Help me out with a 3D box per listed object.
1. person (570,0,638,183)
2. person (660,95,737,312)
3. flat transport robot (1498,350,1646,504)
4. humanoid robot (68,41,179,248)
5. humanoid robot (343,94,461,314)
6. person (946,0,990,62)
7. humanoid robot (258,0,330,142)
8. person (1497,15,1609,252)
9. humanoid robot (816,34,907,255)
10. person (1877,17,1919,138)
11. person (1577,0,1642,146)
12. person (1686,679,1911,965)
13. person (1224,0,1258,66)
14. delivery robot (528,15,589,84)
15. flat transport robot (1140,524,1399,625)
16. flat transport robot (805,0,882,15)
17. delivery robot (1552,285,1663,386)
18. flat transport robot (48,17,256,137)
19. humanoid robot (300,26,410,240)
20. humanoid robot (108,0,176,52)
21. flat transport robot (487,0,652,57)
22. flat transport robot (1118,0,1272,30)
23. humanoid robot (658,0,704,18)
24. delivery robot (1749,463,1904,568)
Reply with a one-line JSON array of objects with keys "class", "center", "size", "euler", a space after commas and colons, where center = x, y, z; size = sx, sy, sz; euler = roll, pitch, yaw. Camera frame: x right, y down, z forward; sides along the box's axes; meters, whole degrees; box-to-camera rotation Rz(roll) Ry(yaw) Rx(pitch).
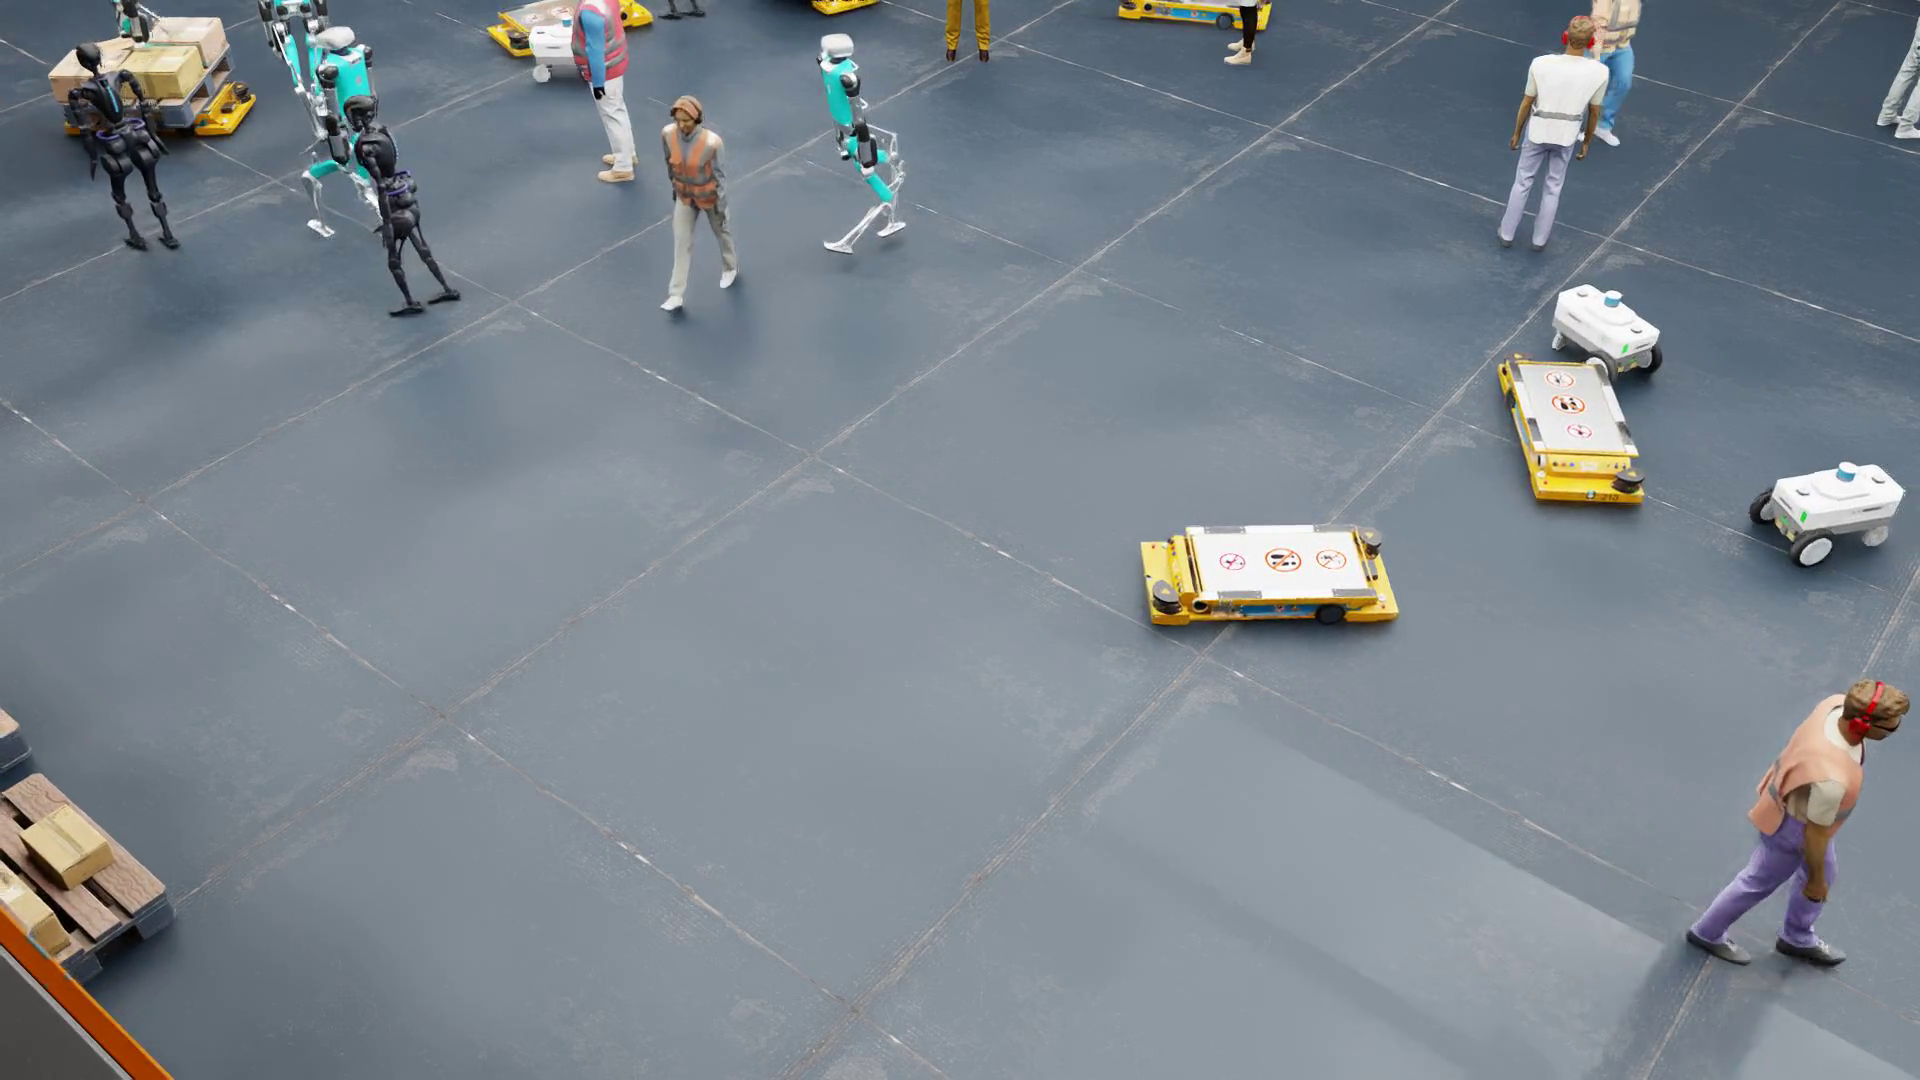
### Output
[{"class": "person", "center": [-2.864, -3.774, 13.317], "size": [0.434, 1.834, 0.629], "euler": [1, 40, 1]}, {"class": "person", "center": [-1.885, -2.400, 11.874], "size": [0.535, 1.593, 0.855], "euler": [14, 42, 16]}, {"class": "flat transport robot", "center": [4.014, -0.761, 10.973], "size": [0.659, 0.231, 1.431], "euler": [3, 40, 3]}, {"class": "humanoid robot", "center": [-6.263, -2.956, 12.461], "size": [0.355, 1.647, 0.584], "euler": [30, 49, 30]}, {"class": "humanoid robot", "center": [-3.957, -2.371, 11.789], "size": [0.500, 1.644, 0.599], "euler": [-6, 41, -7]}, {"class": "person", "center": [0.079, -5.196, 15.052], "size": [0.527, 1.750, 0.343], "euler": [2, 40, 3]}, {"class": "humanoid robot", "center": [-5.457, -4.125, 13.810], "size": [0.559, 1.740, 1.039], "euler": [-15, 43, -17]}, {"class": "person", "center": [4.416, -2.995, 12.397], "size": [0.574, 1.830, 0.412], "euler": [8, 41, 9]}, {"class": "humanoid robot", "center": [-0.658, -2.970, 12.433], "size": [0.955, 1.733, 0.541], "euler": [-19, 44, -21]}, {"class": "person", "center": [8.192, -4.203, 13.893], "size": [0.321, 1.731, 0.489], "euler": [-10, 41, -12]}, {"class": "person", "center": [5.398, -4.066, 13.750], "size": [0.495, 1.710, 0.606], "euler": [-17, 43, -19]}, {"class": "person", "center": [3.830, 1.317, 7.330], "size": [0.788, 1.818, 0.580], "euler": [20, 44, 22]}, {"class": "person", "center": [2.612, -5.162, 15.054], "size": [0.322, 1.691, 0.532], "euler": [9, 41, 11]}, {"class": "delivery robot", "center": [-3.528, -4.463, 15.102], "size": [0.769, 0.587, 0.499], "euler": [0, 40, 0]}, {"class": "flat transport robot", "center": [1.817, 0.207, 9.834], "size": [1.431, 0.231, 0.659], "euler": [-1, 40, -1]}, {"class": "flat transport robot", "center": [-1.416, -5.661, 16.738], "size": [0.659, 0.231, 1.431], "euler": [-24, 46, -26]}, {"class": "delivery robot", "center": [4.499, -1.427, 11.551], "size": [0.525, 0.614, 0.786], "euler": [-19, 44, -21]}, {"class": "flat transport robot", "center": [-6.974, -3.763, 14.504], "size": [1.431, 0.231, 0.659], "euler": [0, 40, 0]}, {"class": "humanoid robot", "center": [-4.728, -3.024, 12.587], "size": [1.059, 1.801, 0.557], "euler": [14, 42, 16]}, {"class": "humanoid robot", "center": [-6.862, -4.407, 14.183], "size": [0.776, 1.824, 0.551], "euler": [-28, 48, -29]}, {"class": "flat transport robot", "center": [-3.745, -4.988, 15.946], "size": [1.431, 0.231, 0.659], "euler": [-25, 46, -27]}, {"class": "flat transport robot", "center": [2.311, -5.256, 16.262], "size": [1.431, 0.231, 0.659], "euler": [9, 41, 10]}, {"class": "humanoid robot", "center": [-2.736, -5.776, 15.797], "size": [0.396, 1.642, 0.616], "euler": [16, 43, 18]}, {"class": "delivery robot", "center": [5.273, -0.196, 10.100], "size": [0.805, 0.609, 0.499], "euler": [-9, 41, -10]}]
